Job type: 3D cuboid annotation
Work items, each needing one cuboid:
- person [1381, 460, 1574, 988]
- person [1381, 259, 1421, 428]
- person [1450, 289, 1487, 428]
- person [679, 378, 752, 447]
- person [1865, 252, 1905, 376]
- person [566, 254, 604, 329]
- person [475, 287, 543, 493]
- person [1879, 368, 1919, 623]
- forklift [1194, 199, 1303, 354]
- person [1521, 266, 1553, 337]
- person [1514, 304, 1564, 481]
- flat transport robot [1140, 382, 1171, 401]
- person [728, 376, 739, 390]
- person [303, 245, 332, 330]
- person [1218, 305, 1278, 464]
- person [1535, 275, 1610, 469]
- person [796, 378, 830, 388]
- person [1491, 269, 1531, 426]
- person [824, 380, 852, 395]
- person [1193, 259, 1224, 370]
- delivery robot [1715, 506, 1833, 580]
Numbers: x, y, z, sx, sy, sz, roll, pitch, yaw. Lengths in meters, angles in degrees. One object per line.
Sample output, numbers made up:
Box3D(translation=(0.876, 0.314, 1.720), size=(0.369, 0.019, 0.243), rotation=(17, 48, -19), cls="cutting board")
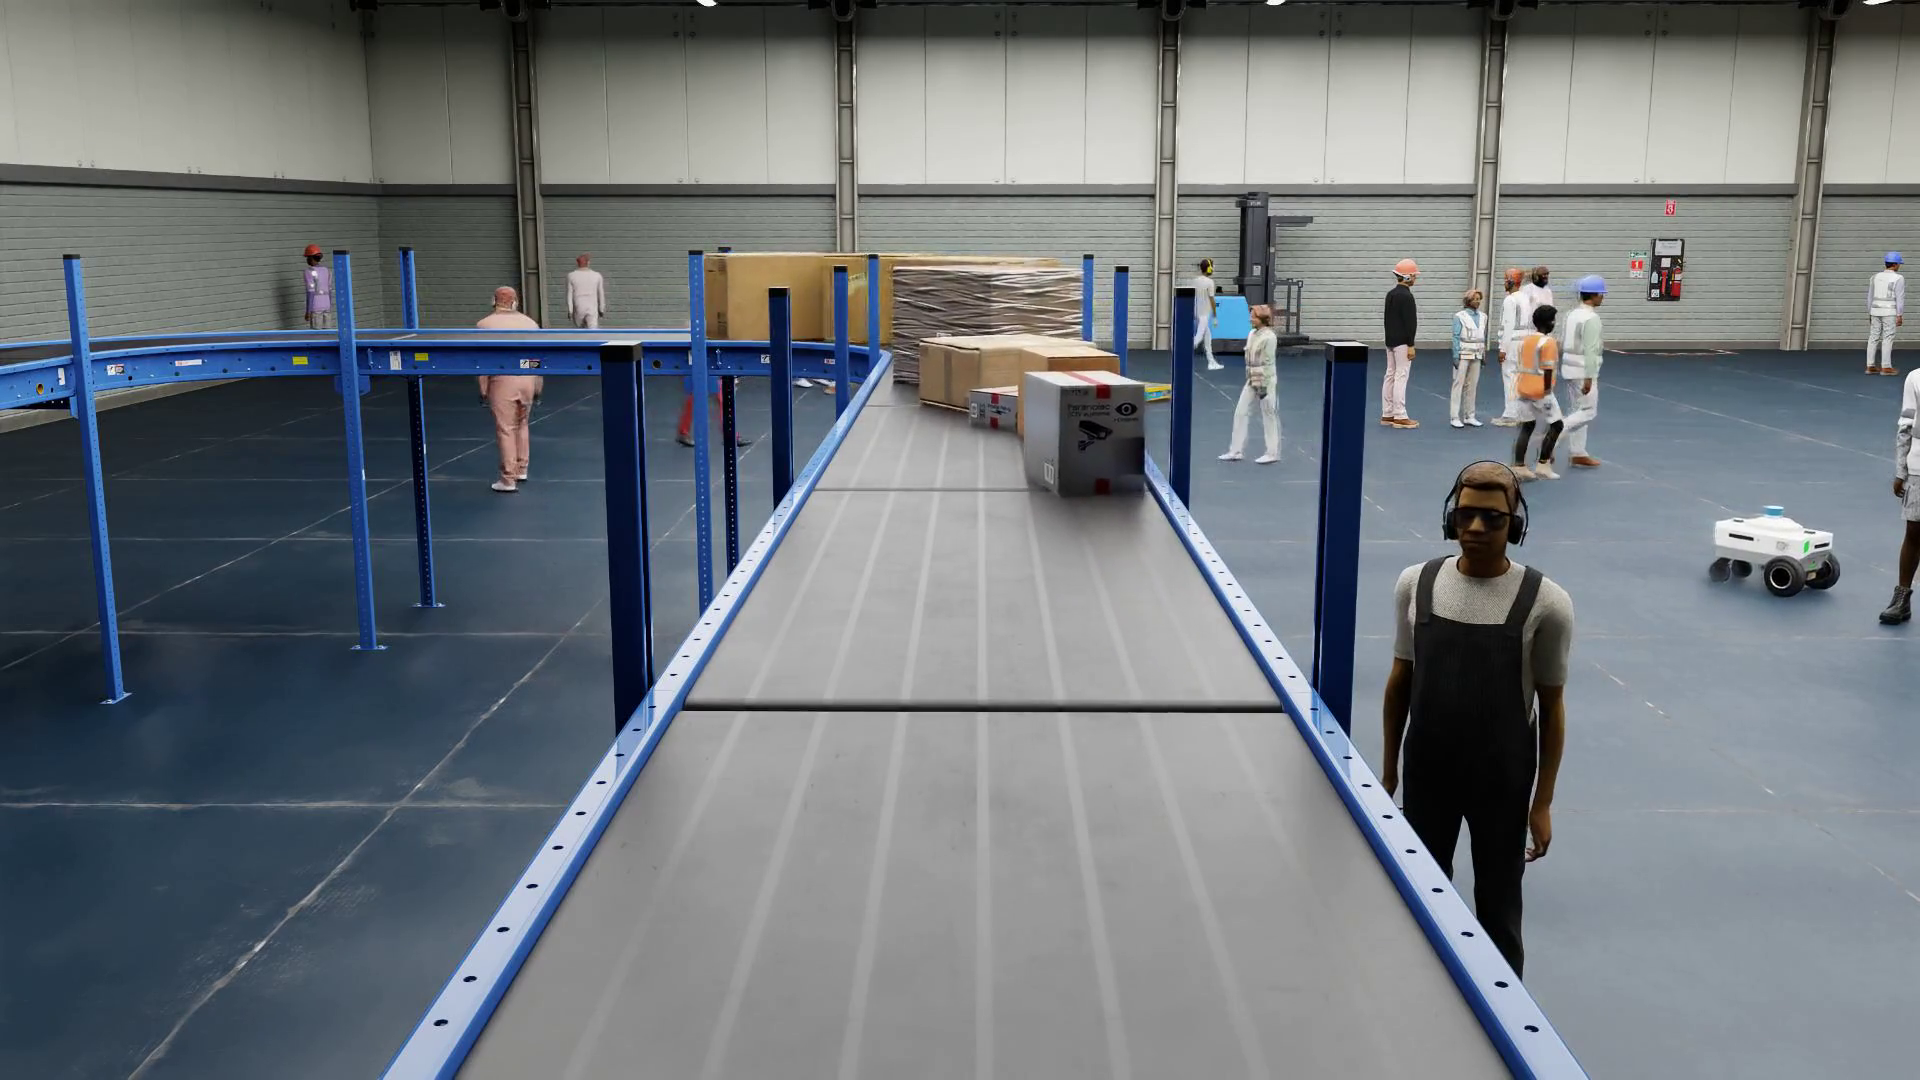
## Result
Box3D(translation=(1.422, 0.690, 4.683), size=(0.509, 1.846, 0.342), rotation=(7, 13, 33), cls="person")
Box3D(translation=(5.295, -2.356, 19.950), size=(0.378, 1.996, 0.611), rotation=(-2, 11, -12), cls="person")
Box3D(translation=(6.096, -2.174, 19.937), size=(0.519, 1.641, 0.309), rotation=(-6, 12, -28), cls="person")
Box3D(translation=(-2.732, -1.857, 18.117), size=(0.925, 1.716, 0.541), rotation=(6, 13, 30), cls="person")
Box3D(translation=(14.769, -3.610, 26.521), size=(0.403, 1.943, 0.615), rotation=(-4, 12, -21), cls="person")
Box3D(translation=(-6.465, -3.996, 28.737), size=(0.657, 1.865, 0.976), rotation=(-4, 12, -20), cls="person")
Box3D(translation=(-4.203, -1.414, 15.489), size=(0.735, 1.858, 0.658), rotation=(11, 15, 44), cls="person")
Box3D(translation=(5.996, -0.421, 10.151), size=(0.547, 1.938, 0.377), rotation=(10, 15, 43), cls="person")
Box3D(translation=(5.313, -4.851, 30.603), size=(1.873, 2.768, 1.129), rotation=(0, 11, 1), cls="forklift")
Box3D(translation=(8.076, -2.951, 23.454), size=(0.631, 1.826, 0.604), rotation=(-8, 13, -35), cls="person")
Box3D(translation=(5.533, -1.389, 15.775), size=(0.538, 1.676, 0.542), rotation=(-2, 11, -8), cls="person")
Box3D(translation=(2.384, -2.004, 22.694), size=(0.652, 0.197, 1.431), rotation=(8, 14, 37), cls="flat transport robot")
Box3D(translation=(-3.449, -3.194, 24.324), size=(0.597, 1.976, 0.616), rotation=(8, 14, 36), cls="person")
Box3D(translation=(-10.549, -3.813, 27.310), size=(0.383, 2.045, 0.605), rotation=(3, 11, 16), cls="person")
Box3D(translation=(2.949, -1.569, 16.858), size=(0.711, 1.609, 0.549), rotation=(-4, 12, -18), cls="person")
Box3D(translation=(6.111, -1.661, 16.542), size=(0.633, 1.934, 0.617), rotation=(0, 11, 0), cls="person")
Box3D(translation=(-2.172, -3.178, 24.444), size=(0.671, 1.882, 0.686), rotation=(8, 14, 35), cls="person")
Box3D(translation=(6.665, -2.324, 20.073), size=(0.337, 1.882, 0.583), rotation=(9, 14, 39), cls="person")
Box3D(translation=(-1.746, -3.073, 23.893), size=(0.634, 1.910, 0.893), rotation=(5, 12, 23), cls="person")
Box3D(translation=(3.946, -3.686, 27.239), size=(0.968, 1.830, 0.546), rotation=(-6, 12, -27), cls="person")
Box3D(translation=(5.547, 0.011, 11.366), size=(0.477, 0.478, 0.707), rotation=(-7, 13, -32), cls="delivery robot")
